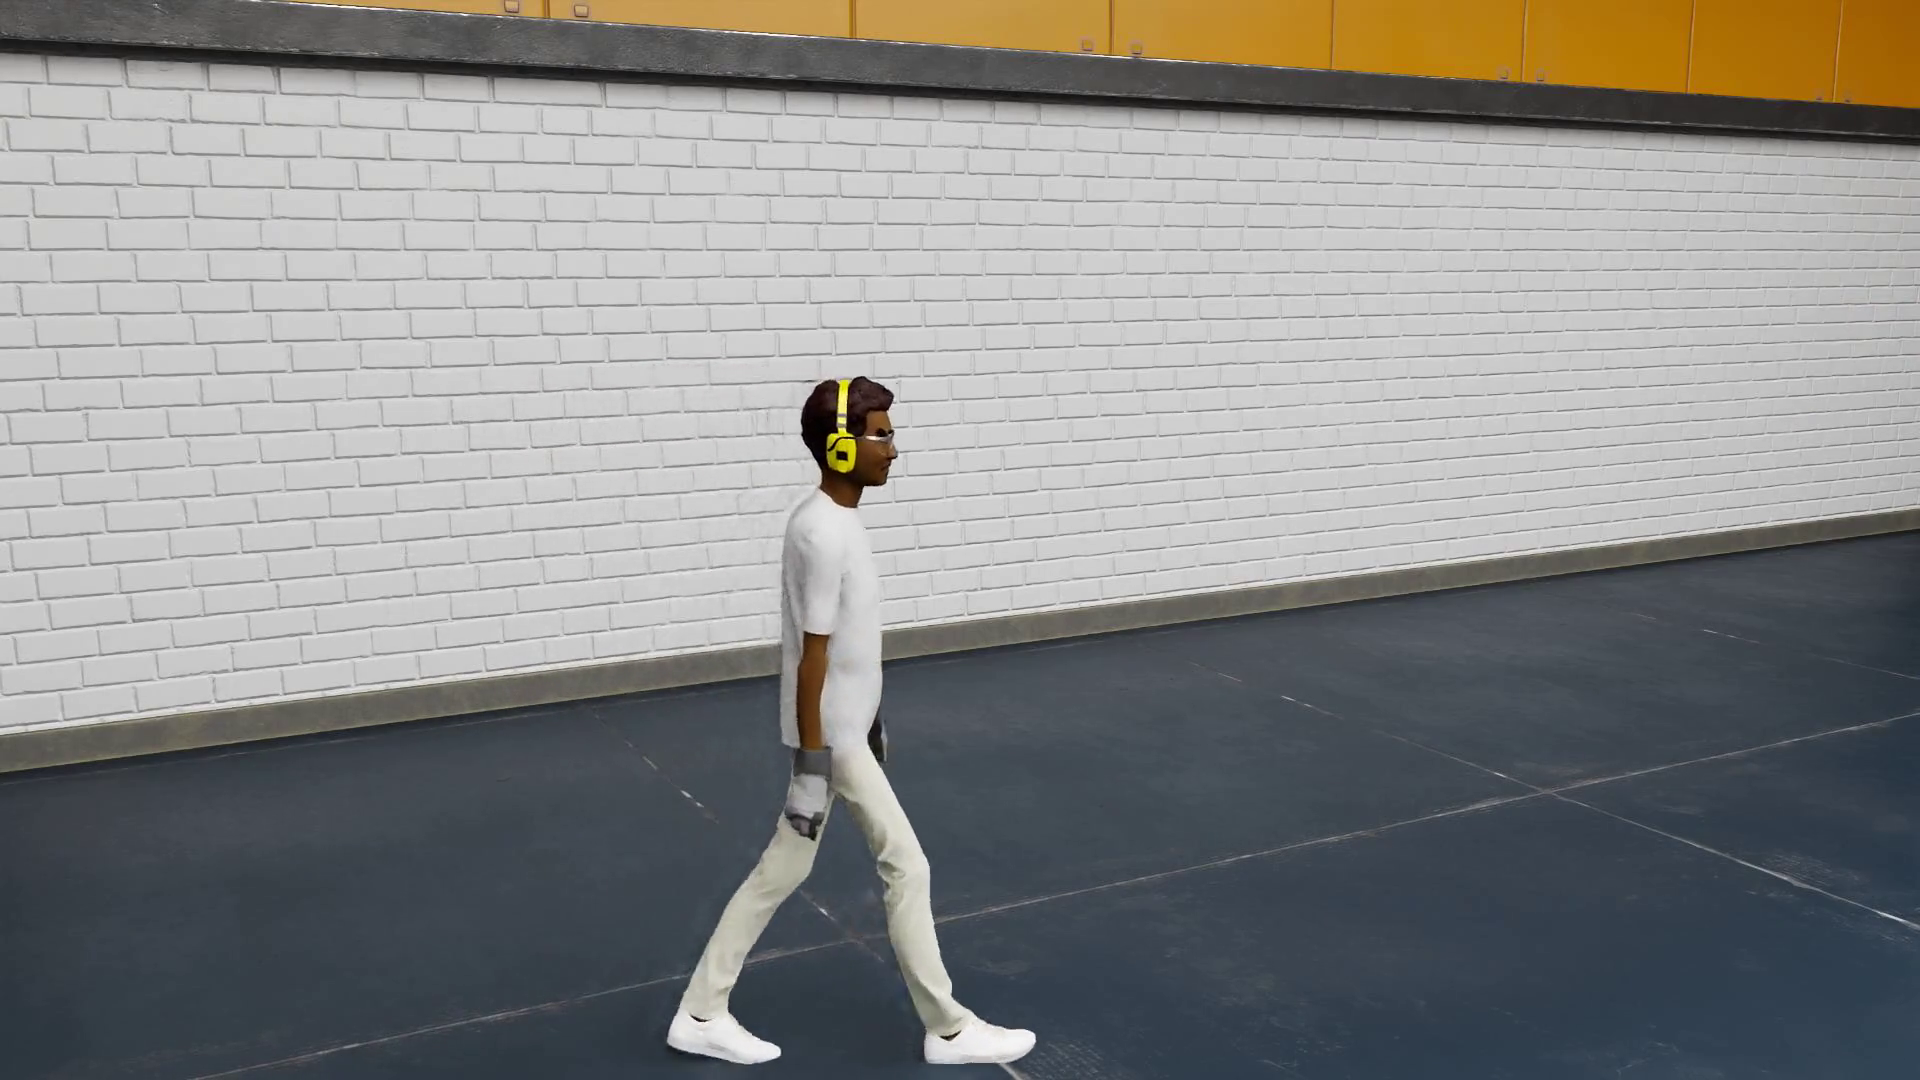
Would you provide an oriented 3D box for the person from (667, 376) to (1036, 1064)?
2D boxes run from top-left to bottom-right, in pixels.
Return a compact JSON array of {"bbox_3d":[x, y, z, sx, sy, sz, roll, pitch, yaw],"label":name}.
[{"bbox_3d":[-0.326,0.489,4.274,0.967,1.827,0.538,-1,10,-7],"label":"person"}]
